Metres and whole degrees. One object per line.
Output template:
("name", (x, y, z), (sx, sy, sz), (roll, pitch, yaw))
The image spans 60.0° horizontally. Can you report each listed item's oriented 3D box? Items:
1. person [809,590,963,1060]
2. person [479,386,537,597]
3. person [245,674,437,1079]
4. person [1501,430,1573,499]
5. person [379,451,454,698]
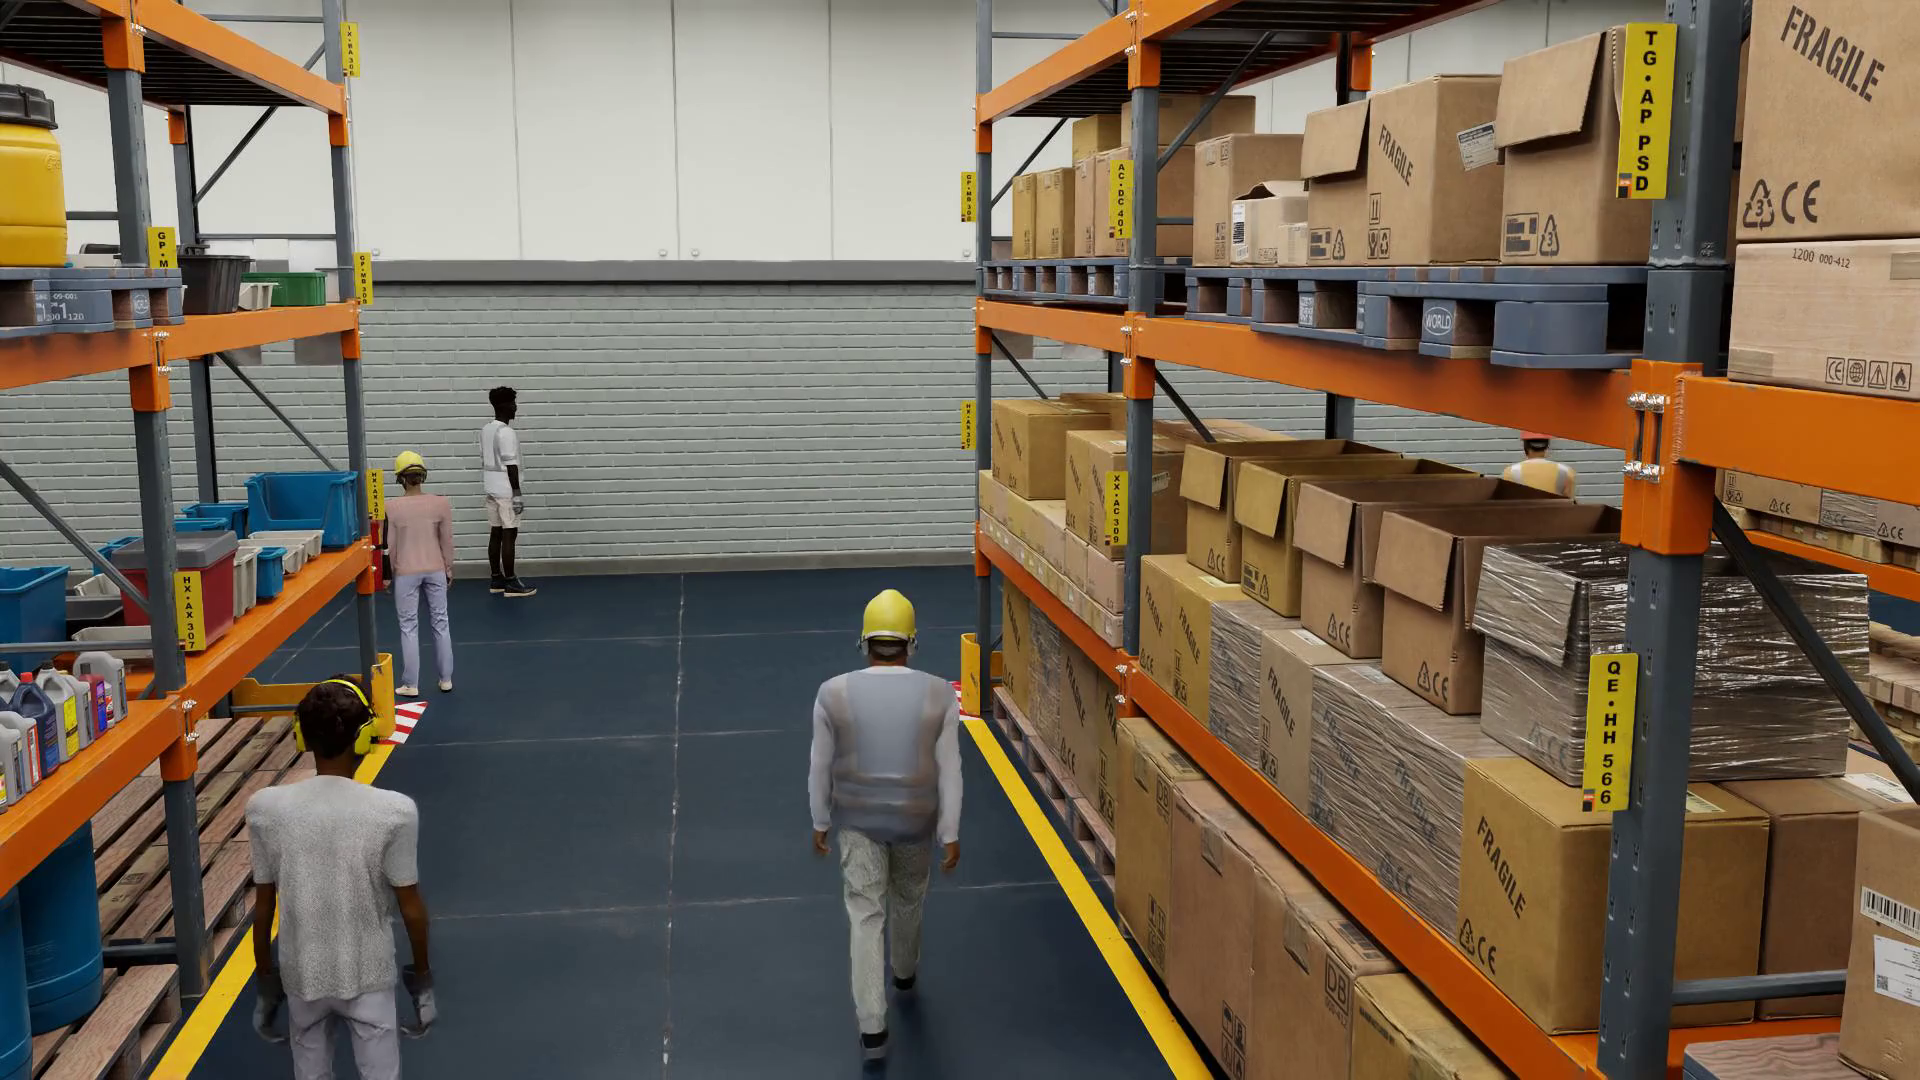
("person", (-0.297, 1.083, 6.614), (0.607, 1.788, 0.915), (0, 9, -2))
("person", (-4.251, -0.457, 15.538), (0.367, 1.967, 0.602), (-8, 12, -39))
("person", (-1.826, 1.321, 4.927), (0.515, 1.860, 0.334), (-1, 9, -5))
("person", (4.442, -0.001, 12.922), (0.559, 1.896, 0.902), (2, 9, 11))
("person", (-3.867, 0.245, 11.856), (0.522, 1.762, 0.320), (-7, 11, -36))
